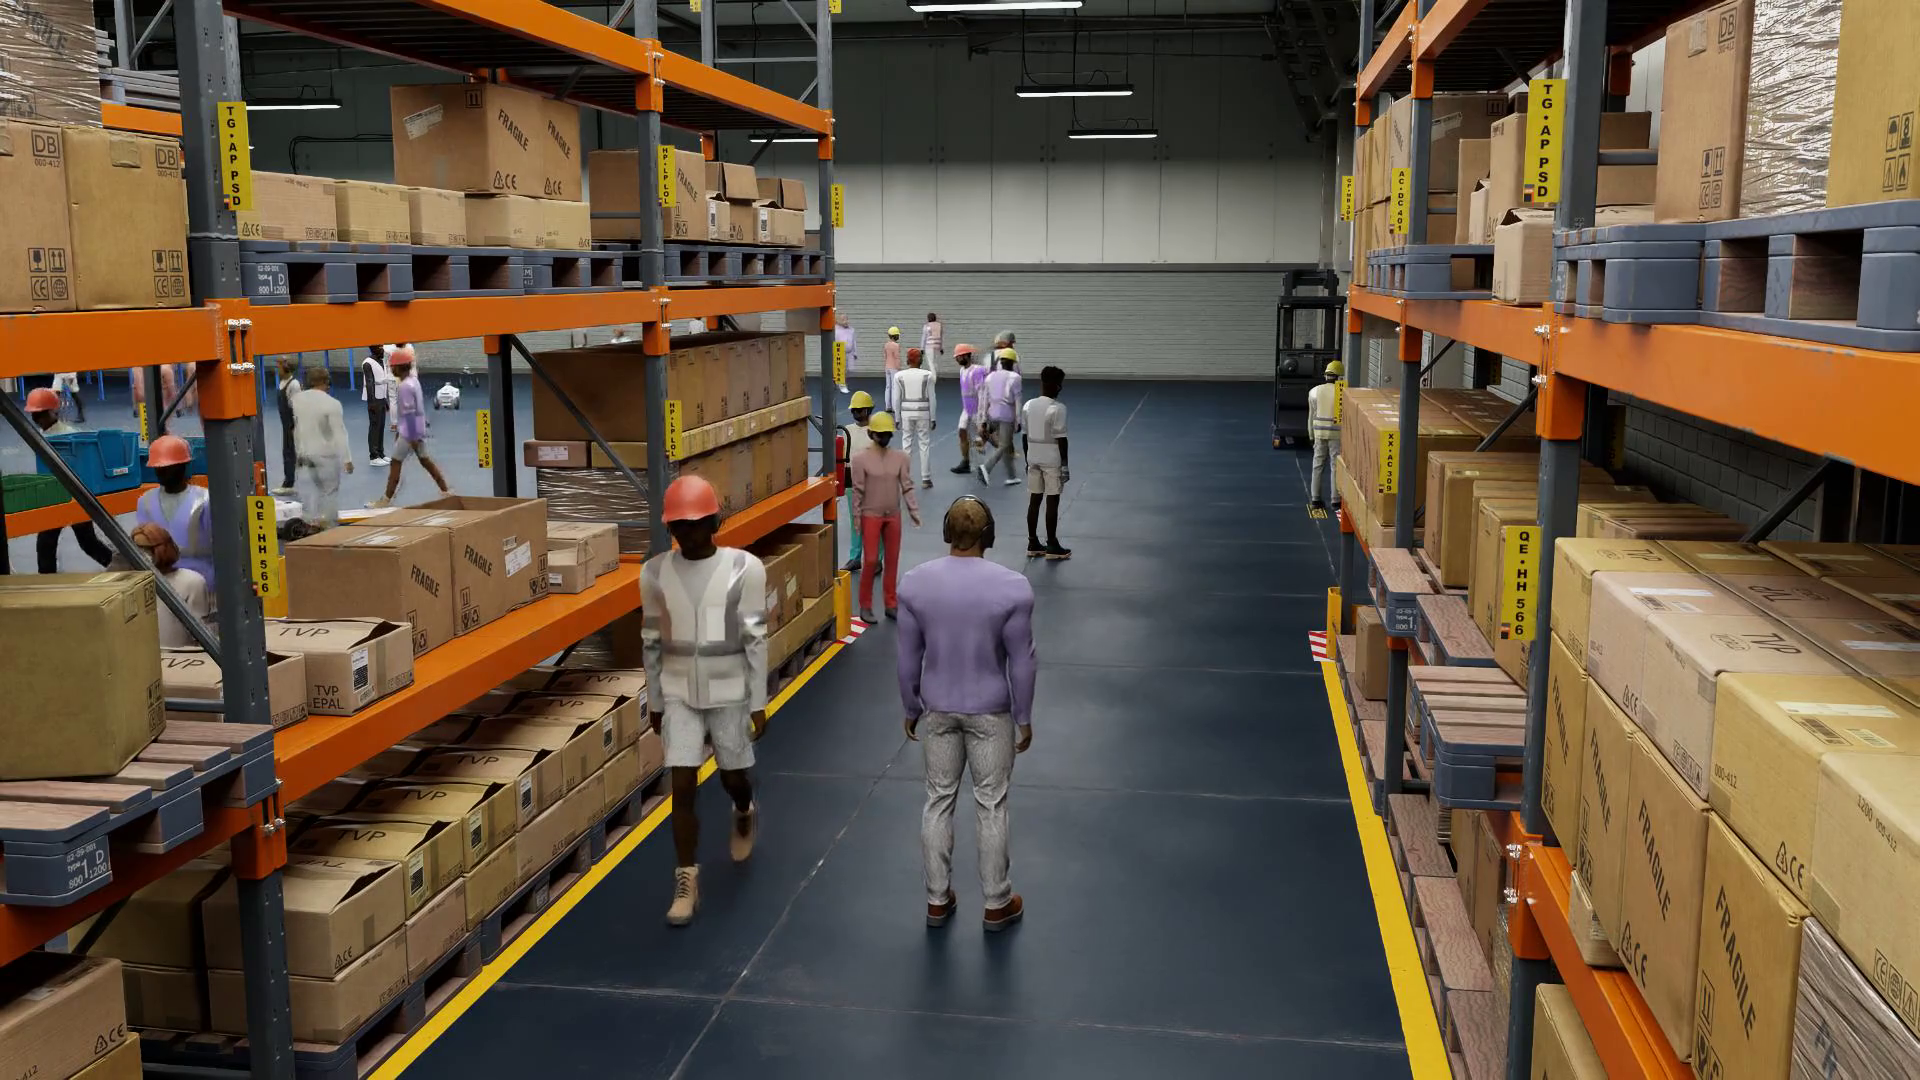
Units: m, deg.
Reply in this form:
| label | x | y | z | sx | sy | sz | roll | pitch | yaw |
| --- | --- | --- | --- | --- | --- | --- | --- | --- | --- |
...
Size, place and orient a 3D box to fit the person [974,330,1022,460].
| label | x | y | z | sx | sy | sz | roll | pitch | yaw |
| --- | --- | --- | --- | --- | --- | --- | --- | --- | --- |
| person | 0.640 | -2.240 | 25.762 | 0.696 | 2.000 | 0.699 | -7 | 12 | -38 |

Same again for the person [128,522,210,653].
| label | x | y | z | sx | sy | sz | roll | pitch | yaw |
| --- | --- | --- | --- | --- | --- | --- | --- | --- | --- |
| person | -4.210 | 0.690 | 8.859 | 0.514 | 1.615 | 0.459 | 0 | 9 | 0 |

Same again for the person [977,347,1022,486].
| label | x | y | z | sx | sy | sz | roll | pitch | yaw |
| --- | --- | --- | --- | --- | --- | --- | --- | --- | --- |
| person | 0.534 | -1.665 | 22.592 | 0.610 | 1.884 | 0.827 | 8 | 12 | 39 |

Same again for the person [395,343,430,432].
| label | x | y | z | sx | sy | sz | roll | pitch | yaw |
| --- | --- | --- | --- | --- | --- | --- | --- | --- | --- |
| person | -9.756 | -2.765 | 29.290 | 0.494 | 1.902 | 0.549 | -7 | 12 | -39 |

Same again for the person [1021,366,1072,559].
| label | x | y | z | sx | sy | sz | roll | pitch | yaw |
| --- | --- | --- | --- | --- | --- | --- | --- | --- | --- |
| person | 0.902 | -0.804 | 17.021 | 0.392 | 1.957 | 0.613 | -8 | 12 | -41 |

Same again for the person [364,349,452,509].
| label | x | y | z | sx | sy | sz | roll | pitch | yaw |
| --- | --- | --- | --- | --- | --- | --- | --- | --- | --- |
| person | -6.652 | -1.316 | 20.130 | 1.068 | 1.992 | 0.626 | -1 | 9 | -4 |

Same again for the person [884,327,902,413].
| label | x | y | z | sx | sy | sz | roll | pitch | yaw |
| --- | --- | --- | --- | --- | --- | --- | --- | --- | --- |
| person | -1.367 | -3.508 | 34.299 | 0.308 | 1.769 | 0.524 | -6 | 11 | -35 |

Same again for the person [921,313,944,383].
| label | x | y | z | sx | sy | sz | roll | pitch | yaw |
| --- | --- | --- | --- | --- | --- | --- | --- | --- | --- |
| person | -0.728 | -5.014 | 43.410 | 0.638 | 1.843 | 0.474 | -6 | 11 | -33 |

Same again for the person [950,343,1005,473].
| label | x | y | z | sx | sy | sz | roll | pitch | yaw |
| --- | --- | --- | --- | --- | --- | --- | --- | --- | --- |
| person | 0.303 | -1.920 | 24.164 | 0.840 | 1.892 | 0.596 | -6 | 11 | -31 |

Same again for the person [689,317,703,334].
| label | x | y | z | sx | sy | sz | roll | pitch | yaw |
| --- | --- | --- | --- | --- | --- | --- | --- | --- | --- |
| person | -7.091 | -5.287 | 44.985 | 0.519 | 1.862 | 0.326 | 5 | 10 | 28 |

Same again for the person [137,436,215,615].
| label | x | y | z | sx | sy | sz | roll | pitch | yaw |
| --- | --- | --- | --- | --- | --- | --- | --- | --- | --- |
| person | -4.986 | 0.275 | 10.603 | 0.569 | 1.878 | 1.008 | 1 | 9 | 8 |

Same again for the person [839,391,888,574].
| label | x | y | z | sx | sy | sz | roll | pitch | yaw |
| --- | --- | --- | --- | --- | --- | --- | --- | --- | --- |
| person | -0.940 | -0.556 | 16.092 | 0.533 | 1.768 | 0.310 | 5 | 11 | 30 |

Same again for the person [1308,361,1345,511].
| label | x | y | z | sx | sy | sz | roll | pitch | yaw |
| --- | --- | --- | --- | --- | --- | --- | --- | --- | --- |
| person | 4.562 | -1.287 | 20.431 | 0.595 | 1.824 | 0.403 | 7 | 11 | 36 |

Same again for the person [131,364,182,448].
| label | x | y | z | sx | sy | sz | roll | pitch | yaw |
| --- | --- | --- | --- | --- | --- | --- | --- | --- | --- |
| person | -11.986 | -2.014 | 24.845 | 0.661 | 1.850 | 0.975 | 3 | 10 | 18 |

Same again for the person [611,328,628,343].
| label | x | y | z | sx | sy | sz | roll | pitch | yaw |
| --- | --- | --- | --- | --- | --- | --- | --- | --- | --- |
| person | -7.927 | -4.162 | 38.856 | 0.529 | 1.595 | 0.847 | 3 | 10 | 19 |

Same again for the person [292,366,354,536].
| label | x | y | z | sx | sy | sz | roll | pitch | yaw |
| --- | --- | --- | --- | --- | --- | --- | --- | --- | --- |
| person | -6.731 | -0.875 | 17.569 | 0.709 | 1.920 | 0.399 | 5 | 11 | 29 |

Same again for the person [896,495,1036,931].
| label | x | y | z | sx | sy | sz | roll | pitch | yaw |
| --- | --- | --- | --- | --- | --- | --- | --- | --- | --- |
| person | 0.029 | 0.765 | 7.411 | 0.630 | 1.938 | 0.366 | 3 | 10 | 17 |

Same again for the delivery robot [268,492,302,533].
| label | x | y | z | sx | sy | sz | roll | pitch | yaw |
| --- | --- | --- | --- | --- | --- | --- | --- | --- | --- |
| delivery robot | -7.482 | -0.271 | 17.904 | 0.707 | 0.478 | 0.477 | -9 | 13 | -44 |

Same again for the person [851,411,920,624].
| label | x | y | z | sx | sy | sz | roll | pitch | yaw |
| --- | --- | --- | --- | --- | --- | --- | --- | --- | --- |
| person | -0.647 | -0.197 | 13.905 | 0.546 | 1.765 | 0.337 | -6 | 11 | -32 |

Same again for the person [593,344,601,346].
| label | x | y | z | sx | sy | sz | roll | pitch | yaw |
| --- | --- | --- | --- | --- | --- | --- | --- | --- | --- |
| person | -6.424 | -2.704 | 29.787 | 0.564 | 1.604 | 0.728 | -7 | 12 | -37 |

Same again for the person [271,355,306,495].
| label | x | y | z | sx | sy | sz | roll | pitch | yaw |
| --- | --- | --- | --- | --- | --- | --- | --- | --- | --- |
| person | -8.733 | -1.524 | 21.903 | 0.707 | 1.826 | 0.510 | -8 | 12 | -39 |

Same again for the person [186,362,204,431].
| label | x | y | z | sx | sy | sz | roll | pitch | yaw |
| --- | --- | --- | --- | --- | --- | --- | --- | --- | --- |
| person | -11.316 | -2.087 | 25.248 | 0.683 | 1.855 | 0.988 | -2 | 9 | -10 |

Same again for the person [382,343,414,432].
| label | x | y | z | sx | sy | sz | roll | pitch | yaw |
| --- | --- | --- | --- | --- | --- | --- | --- | --- | --- |
| person | -10.230 | -2.957 | 30.330 | 0.605 | 1.951 | 0.381 | -3 | 10 | -19 |

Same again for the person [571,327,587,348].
| label | x | y | z | sx | sy | sz | roll | pitch | yaw |
| --- | --- | --- | --- | --- | --- | --- | --- | --- | --- |
| person | -10.318 | -5.284 | 45.057 | 0.523 | 1.838 | 0.527 | 2 | 9 | 14 |

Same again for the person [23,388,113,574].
| label | x | y | z | sx | sy | sz | roll | pitch | yaw |
| --- | --- | --- | --- | --- | --- | --- | --- | --- | --- |
| person | -7.625 | -0.354 | 14.310 | 0.612 | 1.956 | 0.968 | 4 | 10 | 25 |

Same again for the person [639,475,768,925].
| label | x | y | z | sx | sy | sz | roll | pitch | yaw |
| --- | --- | --- | --- | --- | --- | --- | --- | --- | --- |
| person | -1.164 | 0.683 | 7.699 | 0.614 | 2.018 | 0.844 | 1 | 9 | 4 |

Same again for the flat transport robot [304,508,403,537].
| label | x | y | z | sx | sy | sz | roll | pitch | yaw |
| --- | --- | --- | --- | --- | --- | --- | --- | --- | --- |
| flat transport robot | -6.724 | -0.204 | 18.651 | 1.431 | 0.197 | 0.652 | -5 | 11 | -30 |

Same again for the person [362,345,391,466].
| label | x | y | z | sx | sy | sz | roll | pitch | yaw |
| --- | --- | --- | --- | --- | --- | --- | --- | --- | --- |
| person | -8.815 | -2.099 | 25.140 | 0.391 | 1.919 | 0.591 | 0 | 9 | 0 |

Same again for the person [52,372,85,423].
| label | x | y | z | sx | sy | sz | roll | pitch | yaw |
| --- | --- | --- | --- | --- | --- | --- | --- | --- | --- |
| person | -17.095 | -3.141 | 31.692 | 0.553 | 1.883 | 1.038 | 1 | 9 | 4 |

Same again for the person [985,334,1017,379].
| label | x | y | z | sx | sy | sz | roll | pitch | yaw |
| --- | --- | --- | --- | --- | --- | --- | --- | --- | --- |
| person | 0.735 | -2.763 | 29.588 | 0.598 | 1.806 | 0.769 | 2 | 10 | 15 |

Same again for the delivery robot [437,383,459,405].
| label | x | y | z | sx | sy | sz | roll | pitch | yaw |
| --- | --- | --- | --- | --- | --- | --- | --- | --- | --- |
| delivery robot | -10.878 | -3.101 | 35.357 | 0.477 | 0.478 | 0.707 | -1 | 9 | -6 |

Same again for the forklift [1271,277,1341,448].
| label | x | y | z | sx | sy | sz | roll | pitch | yaw |
| --- | --- | --- | --- | --- | --- | --- | --- | --- | --- |
| forklift | 5.847 | -3.016 | 27.970 | 1.129 | 2.768 | 1.873 | 1 | 9 | 9 |

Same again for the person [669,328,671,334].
| label | x | y | z | sx | sy | sz | roll | pitch | yaw |
| --- | --- | --- | --- | --- | --- | --- | --- | --- | --- |
| person | -6.682 | -4.067 | 37.989 | 0.553 | 1.671 | 0.683 | -1 | 9 | -6 |

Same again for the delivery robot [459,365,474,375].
| label | x | y | z | sx | sy | sz | roll | pitch | yaw |
| --- | --- | --- | --- | --- | --- | --- | --- | --- | --- |
| delivery robot | -12.436 | -4.294 | 41.917 | 0.335 | 0.223 | 0.698 | -4 | 10 | -24 |

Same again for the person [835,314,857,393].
| label | x | y | z | sx | sy | sz | roll | pitch | yaw |
| --- | --- | --- | --- | --- | --- | --- | --- | --- | --- |
| person | -2.809 | -4.479 | 39.903 | 0.655 | 1.888 | 0.555 | -7 | 11 | -36 |

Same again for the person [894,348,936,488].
| label | x | y | z | sx | sy | sz | roll | pitch | yaw |
| --- | --- | --- | --- | --- | --- | --- | --- | --- | --- |
| person | -0.602 | -1.652 | 22.482 | 0.573 | 1.886 | 0.353 | 1 | 9 | 7 |
